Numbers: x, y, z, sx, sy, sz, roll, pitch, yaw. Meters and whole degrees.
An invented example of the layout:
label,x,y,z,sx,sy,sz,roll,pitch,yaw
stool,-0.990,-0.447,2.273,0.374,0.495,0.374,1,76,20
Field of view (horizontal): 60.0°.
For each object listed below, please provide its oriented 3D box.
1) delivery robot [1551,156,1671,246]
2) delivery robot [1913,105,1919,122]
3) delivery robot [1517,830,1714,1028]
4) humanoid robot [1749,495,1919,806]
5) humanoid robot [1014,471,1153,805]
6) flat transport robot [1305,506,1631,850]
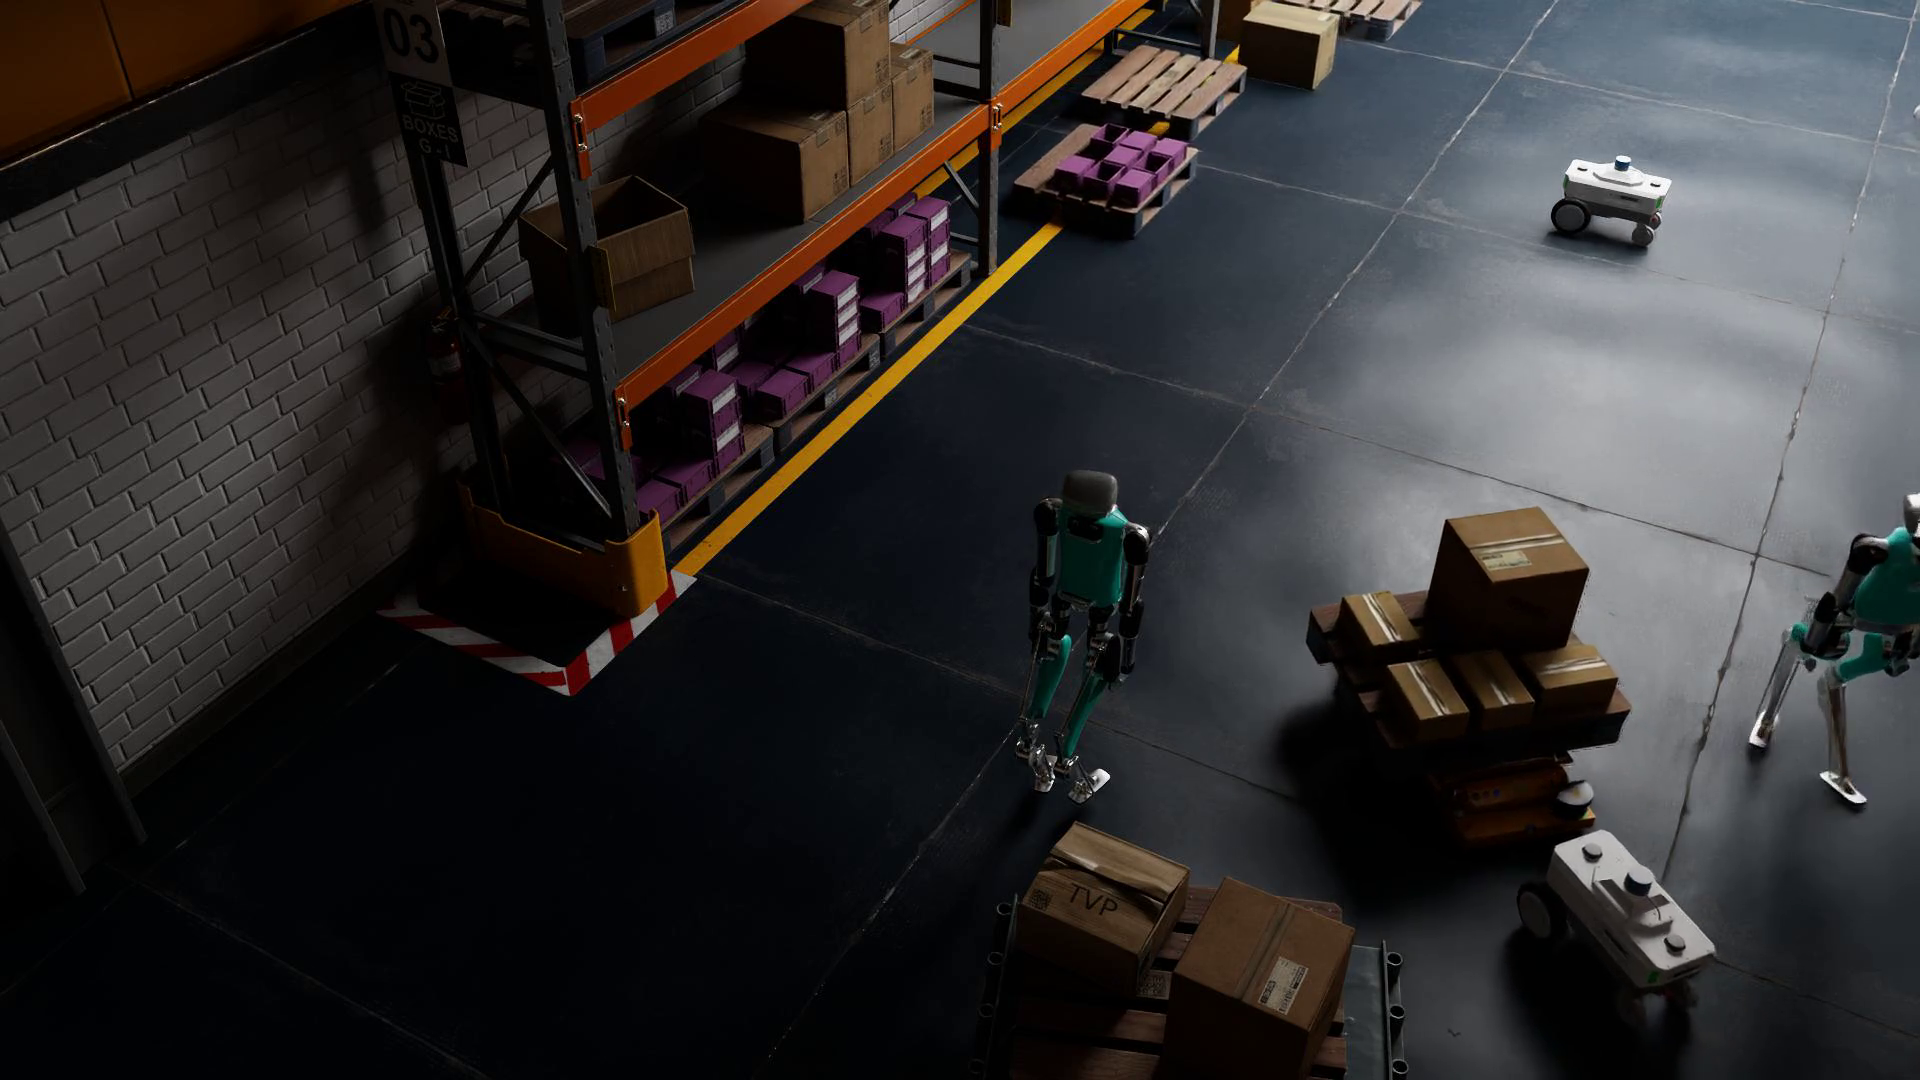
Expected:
label,x,y,z,sx,sy,sz,roll,pitch,yaw
delivery robot,4.761,-2.516,12.113,0.739,0.566,0.499,19,42,22
delivery robot,8.218,-3.571,13.458,0.802,0.598,0.499,0,39,1
delivery robot,2.788,1.594,6.983,0.499,0.575,0.750,-14,41,-17
humanoid robot,4.054,0.362,7.601,0.533,1.753,0.863,3,39,4
humanoid robot,0.449,0.538,7.266,0.533,1.677,0.735,19,42,22
flat transport robot,2.455,0.877,8.123,0.659,0.231,1.431,-8,39,-10
